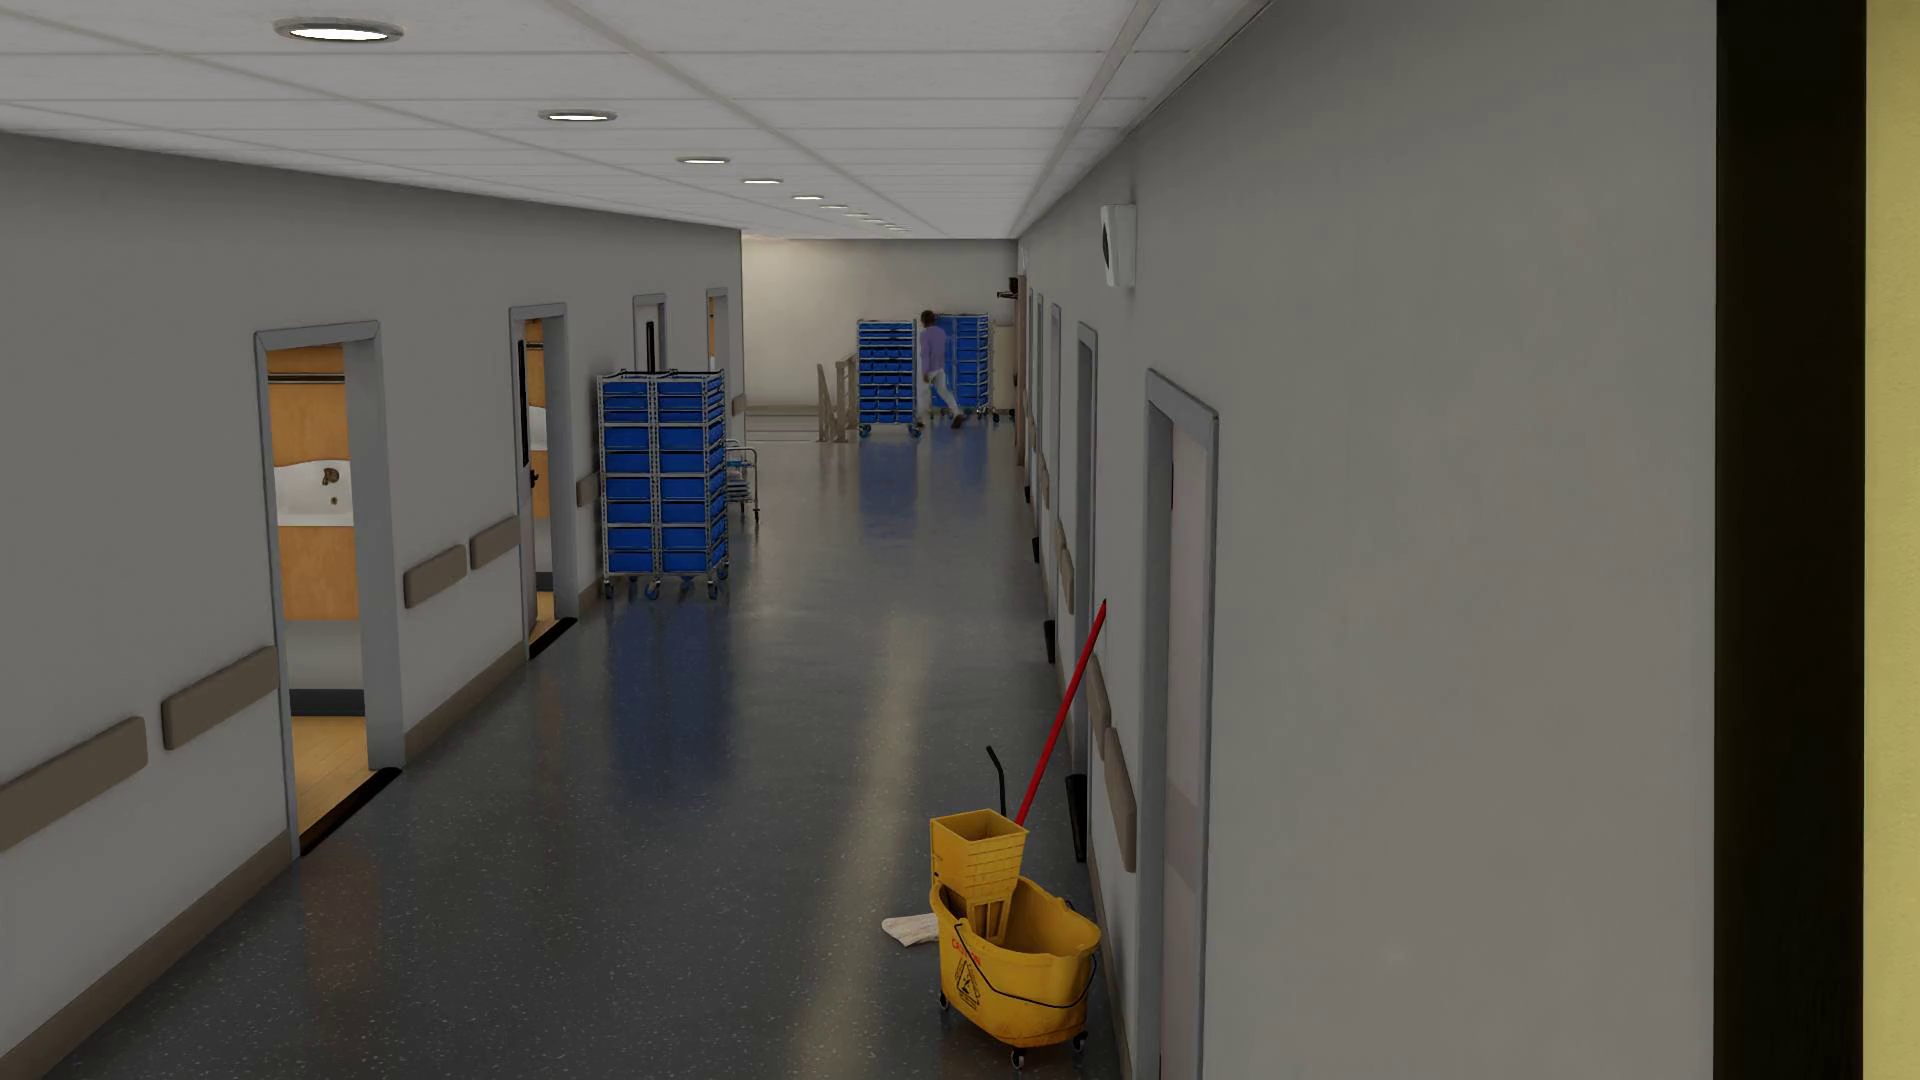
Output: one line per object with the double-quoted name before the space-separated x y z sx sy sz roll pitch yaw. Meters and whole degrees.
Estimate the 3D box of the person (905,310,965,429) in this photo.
"person" -0.379 -2.693 26.275 1.029 1.894 0.647 7 12 37
